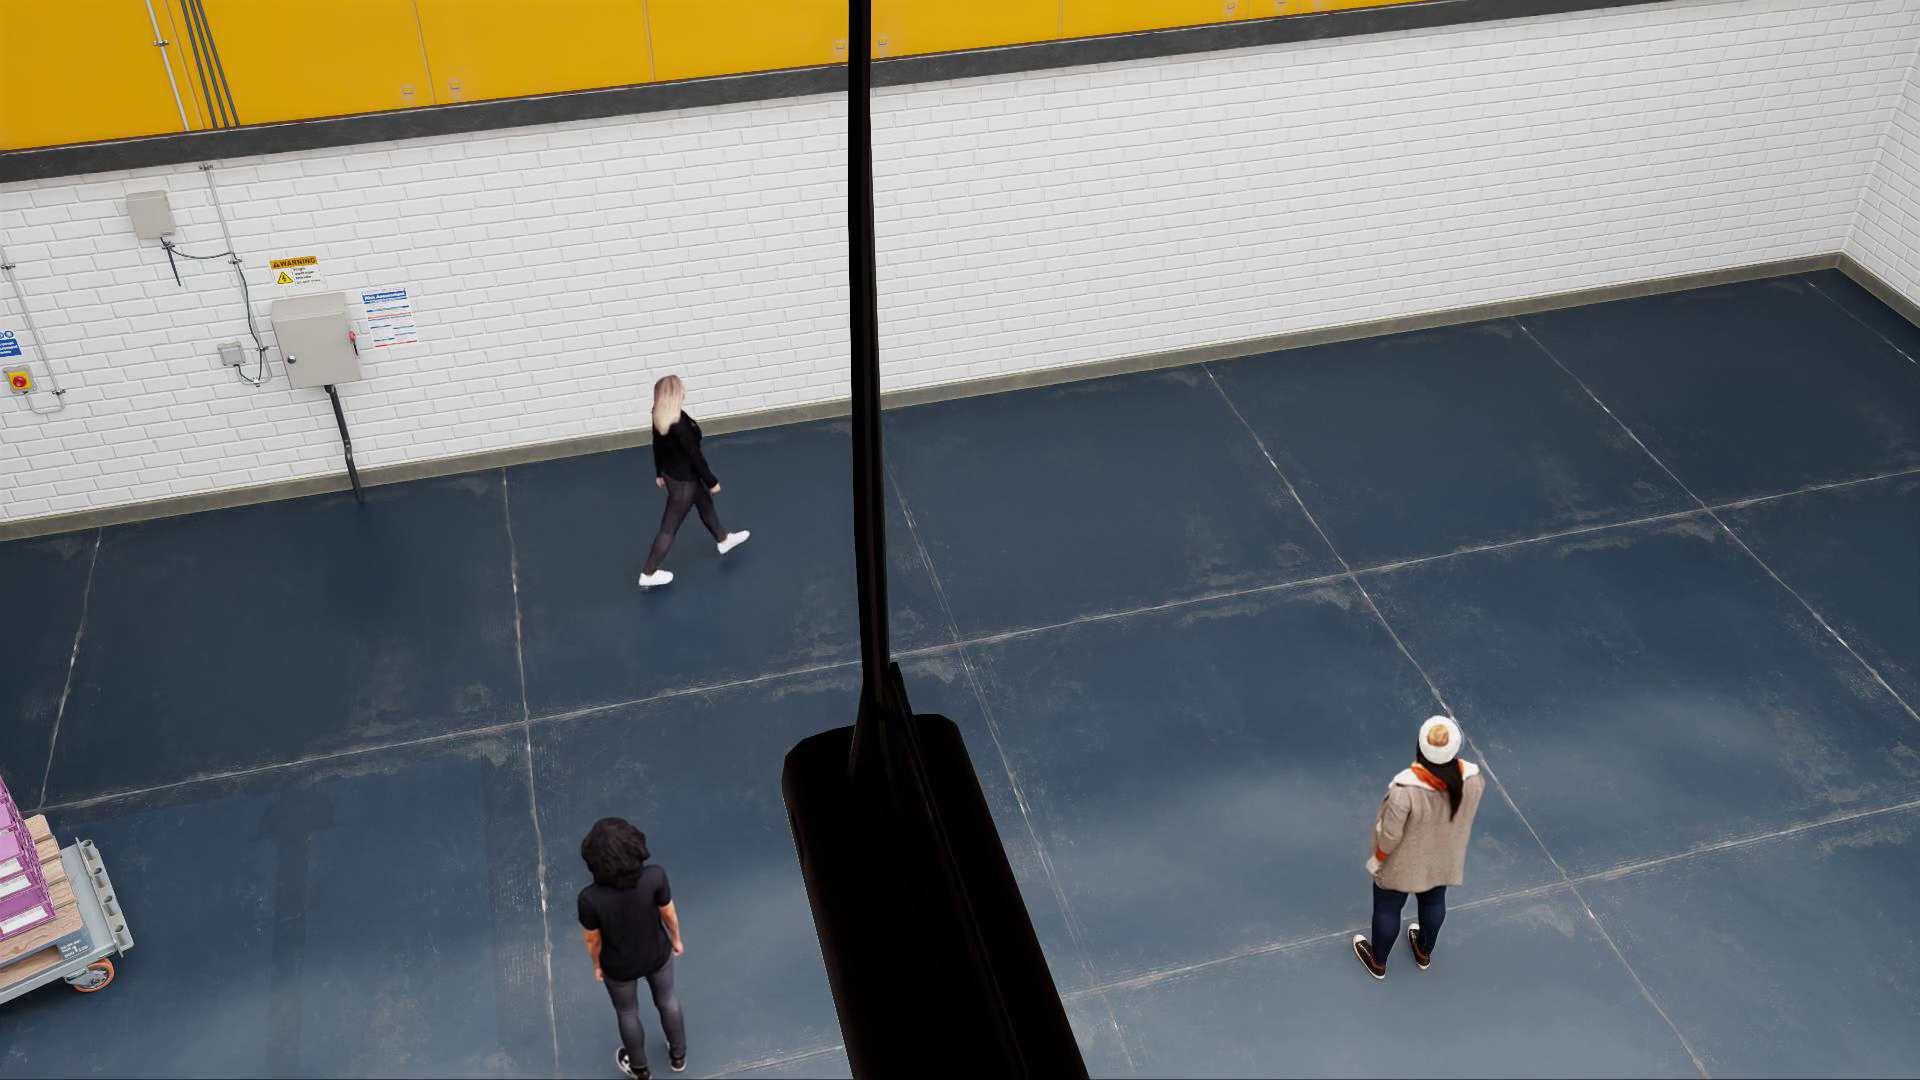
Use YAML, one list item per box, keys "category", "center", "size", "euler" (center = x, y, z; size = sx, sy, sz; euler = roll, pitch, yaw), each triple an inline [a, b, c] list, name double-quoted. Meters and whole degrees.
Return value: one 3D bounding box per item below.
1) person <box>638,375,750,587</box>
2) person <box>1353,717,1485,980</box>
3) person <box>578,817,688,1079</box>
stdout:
- category: "person"
  center: [-2.034, -0.364, 11.679]
  size: [0.908, 1.640, 1.168]
  euler: [-22, 44, -25]
- category: "person"
  center: [2.475, 1.654, 8.950]
  size: [0.693, 1.894, 0.648]
  euler: [-8, 39, -10]
- category: "person"
  center: [-1.654, 2.097, 8.447]
  size: [0.668, 1.828, 0.590]
  euler: [-16, 41, -19]
